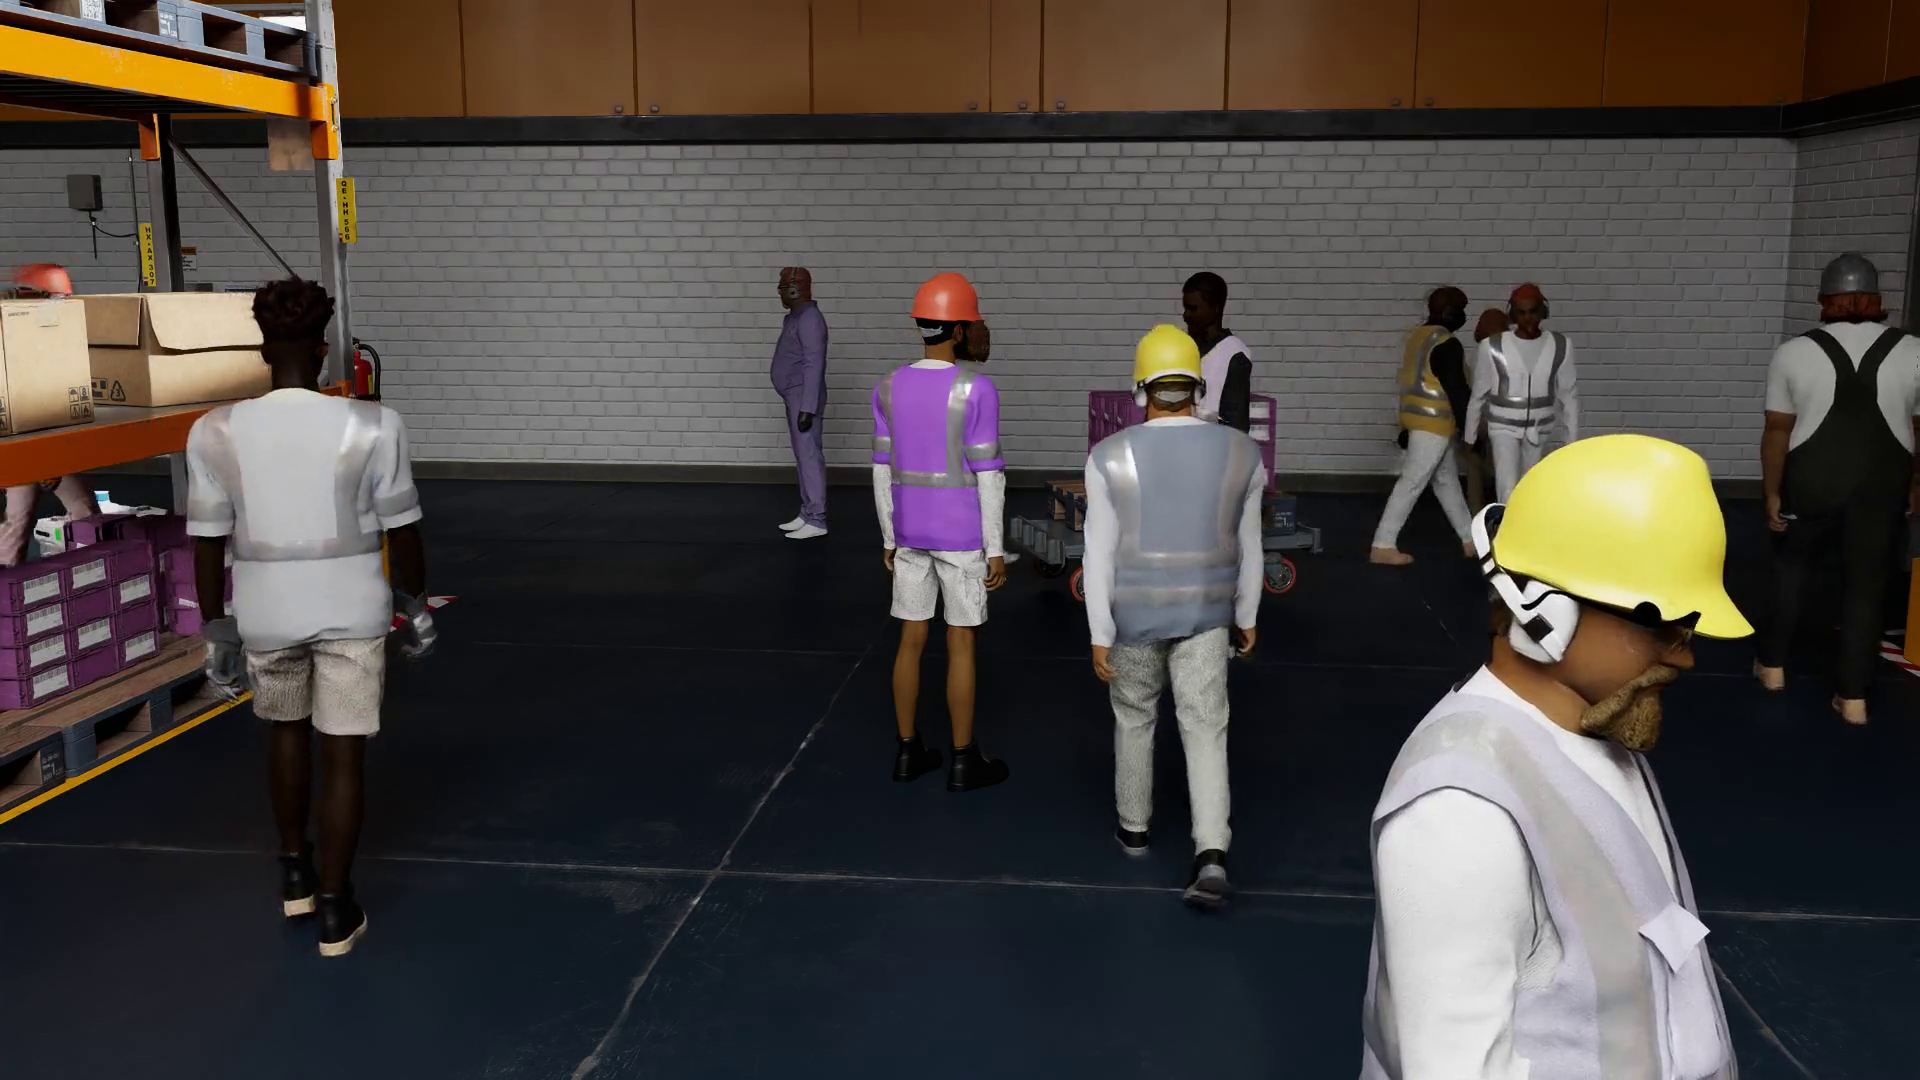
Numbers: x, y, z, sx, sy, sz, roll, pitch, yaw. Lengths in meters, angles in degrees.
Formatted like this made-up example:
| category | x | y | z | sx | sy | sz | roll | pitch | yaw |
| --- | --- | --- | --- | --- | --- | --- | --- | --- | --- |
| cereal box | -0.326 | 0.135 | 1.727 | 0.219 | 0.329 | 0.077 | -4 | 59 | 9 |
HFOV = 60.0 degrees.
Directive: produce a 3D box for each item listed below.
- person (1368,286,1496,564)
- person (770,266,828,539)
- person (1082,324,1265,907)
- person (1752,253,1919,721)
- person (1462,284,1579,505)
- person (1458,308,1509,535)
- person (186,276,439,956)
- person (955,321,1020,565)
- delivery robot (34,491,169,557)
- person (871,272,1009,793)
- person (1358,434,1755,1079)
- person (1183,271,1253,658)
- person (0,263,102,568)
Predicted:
| category | x | y | z | sx | sy | sz | roll | pitch | yaw |
| --- | --- | --- | --- | --- | --- | --- | --- | --- | --- |
| person | 3.098 | -0.726 | 10.710 | 0.990 | 1.783 | 0.638 | 0 | 10 | -1 |
| person | -1.130 | -0.962 | 11.714 | 0.400 | 1.905 | 0.645 | -2 | 10 | -10 |
| person | 0.677 | 0.226 | 5.233 | 0.592 | 1.806 | 0.881 | -1 | 10 | -3 |
| person | 3.909 | -0.277 | 7.396 | 0.704 | 2.000 | 0.913 | 4 | 11 | 19 |
| person | 3.459 | -0.653 | 10.215 | 0.649 | 1.826 | 1.032 | 0 | 10 | 3 |
| person | 3.760 | -0.831 | 11.772 | 0.496 | 1.610 | 0.710 | 3 | 10 | 15 |
| person | -1.875 | 0.208 | 4.904 | 0.612 | 1.943 | 0.679 | -1 | 10 | -6 |
| person | -0.029 | -0.591 | 10.483 | 0.859 | 1.589 | 0.530 | -7 | 12 | -36 |
| delivery robot | -5.214 | -0.055 | 10.111 | 0.477 | 0.478 | 0.707 | 8 | 12 | 37 |
| person | -0.059 | -0.024 | 6.244 | 0.551 | 1.936 | 0.356 | 6 | 12 | 32 |
| person | 0.683 | 0.781 | 1.967 | 0.403 | 1.822 | 0.588 | 6 | 11 | 30 |
| person | 1.221 | -0.358 | 8.223 | 0.392 | 1.917 | 0.592 | -4 | 11 | -23 |
| person | -4.774 | -0.483 | 8.827 | 0.622 | 1.942 | 0.949 | 5 | 11 | 27 |
